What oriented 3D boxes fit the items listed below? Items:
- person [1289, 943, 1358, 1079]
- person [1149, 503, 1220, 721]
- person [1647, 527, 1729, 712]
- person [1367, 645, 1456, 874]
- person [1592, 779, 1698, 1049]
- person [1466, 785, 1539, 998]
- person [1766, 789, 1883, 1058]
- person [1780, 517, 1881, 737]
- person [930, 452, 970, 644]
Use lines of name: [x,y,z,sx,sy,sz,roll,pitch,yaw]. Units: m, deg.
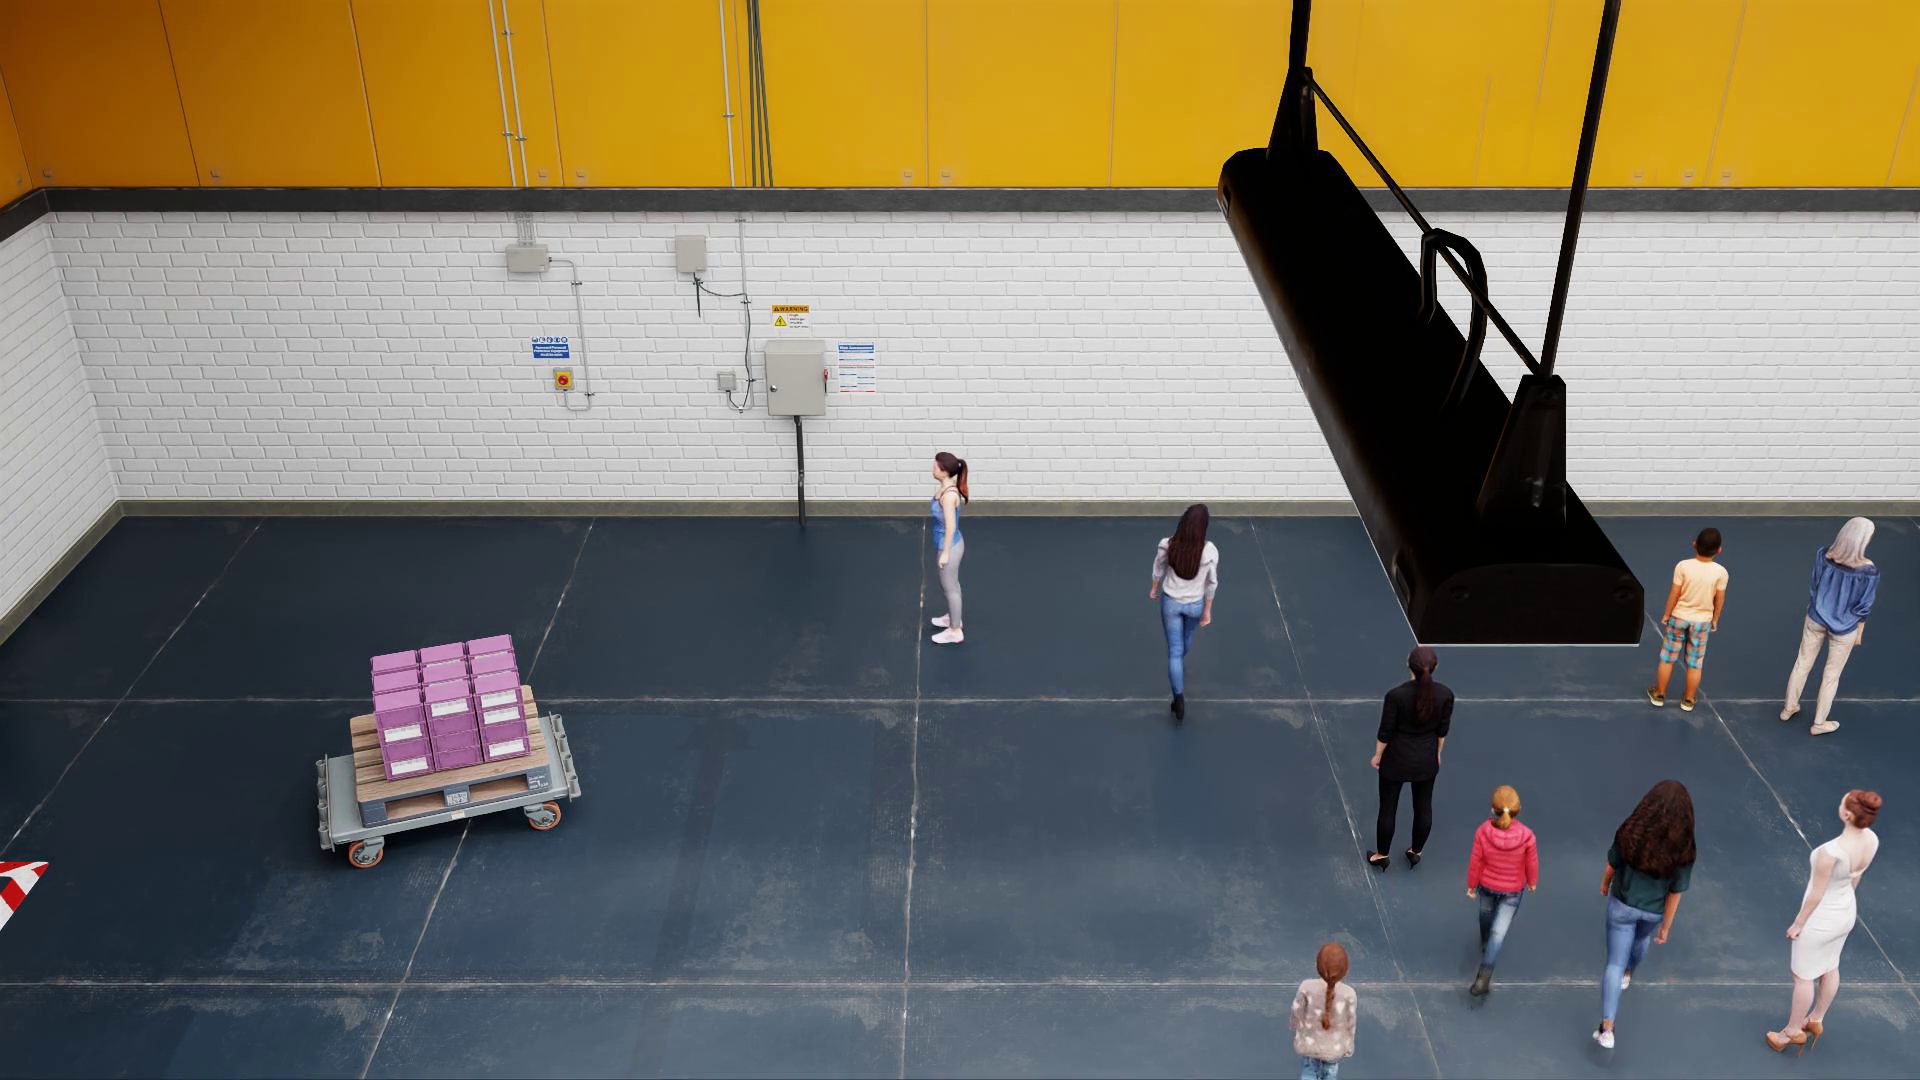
person: [1.880,2.637,8.671,0.546,1.182,0.656,5,29,9]
person: [1.624,0.547,12.092,0.598,1.574,1.067,0,29,-1]
person: [5.341,0.574,12.161,0.582,1.461,0.572,9,30,16]
person: [2.826,1.387,10.461,0.605,1.662,0.560,-2,29,-3]
person: [3.761,2.095,9.251,0.811,1.577,1.170,9,30,16]
person: [3.110,2.057,9.631,0.817,1.281,0.999,16,33,27]
person: [4.716,2.079,9.054,0.645,1.793,0.632,-13,31,-22]
person: [6.218,0.599,11.861,0.768,1.704,0.685,-20,34,-32]
person: [-0.093,0.049,12.969,0.621,1.609,0.460,1,29,1]
